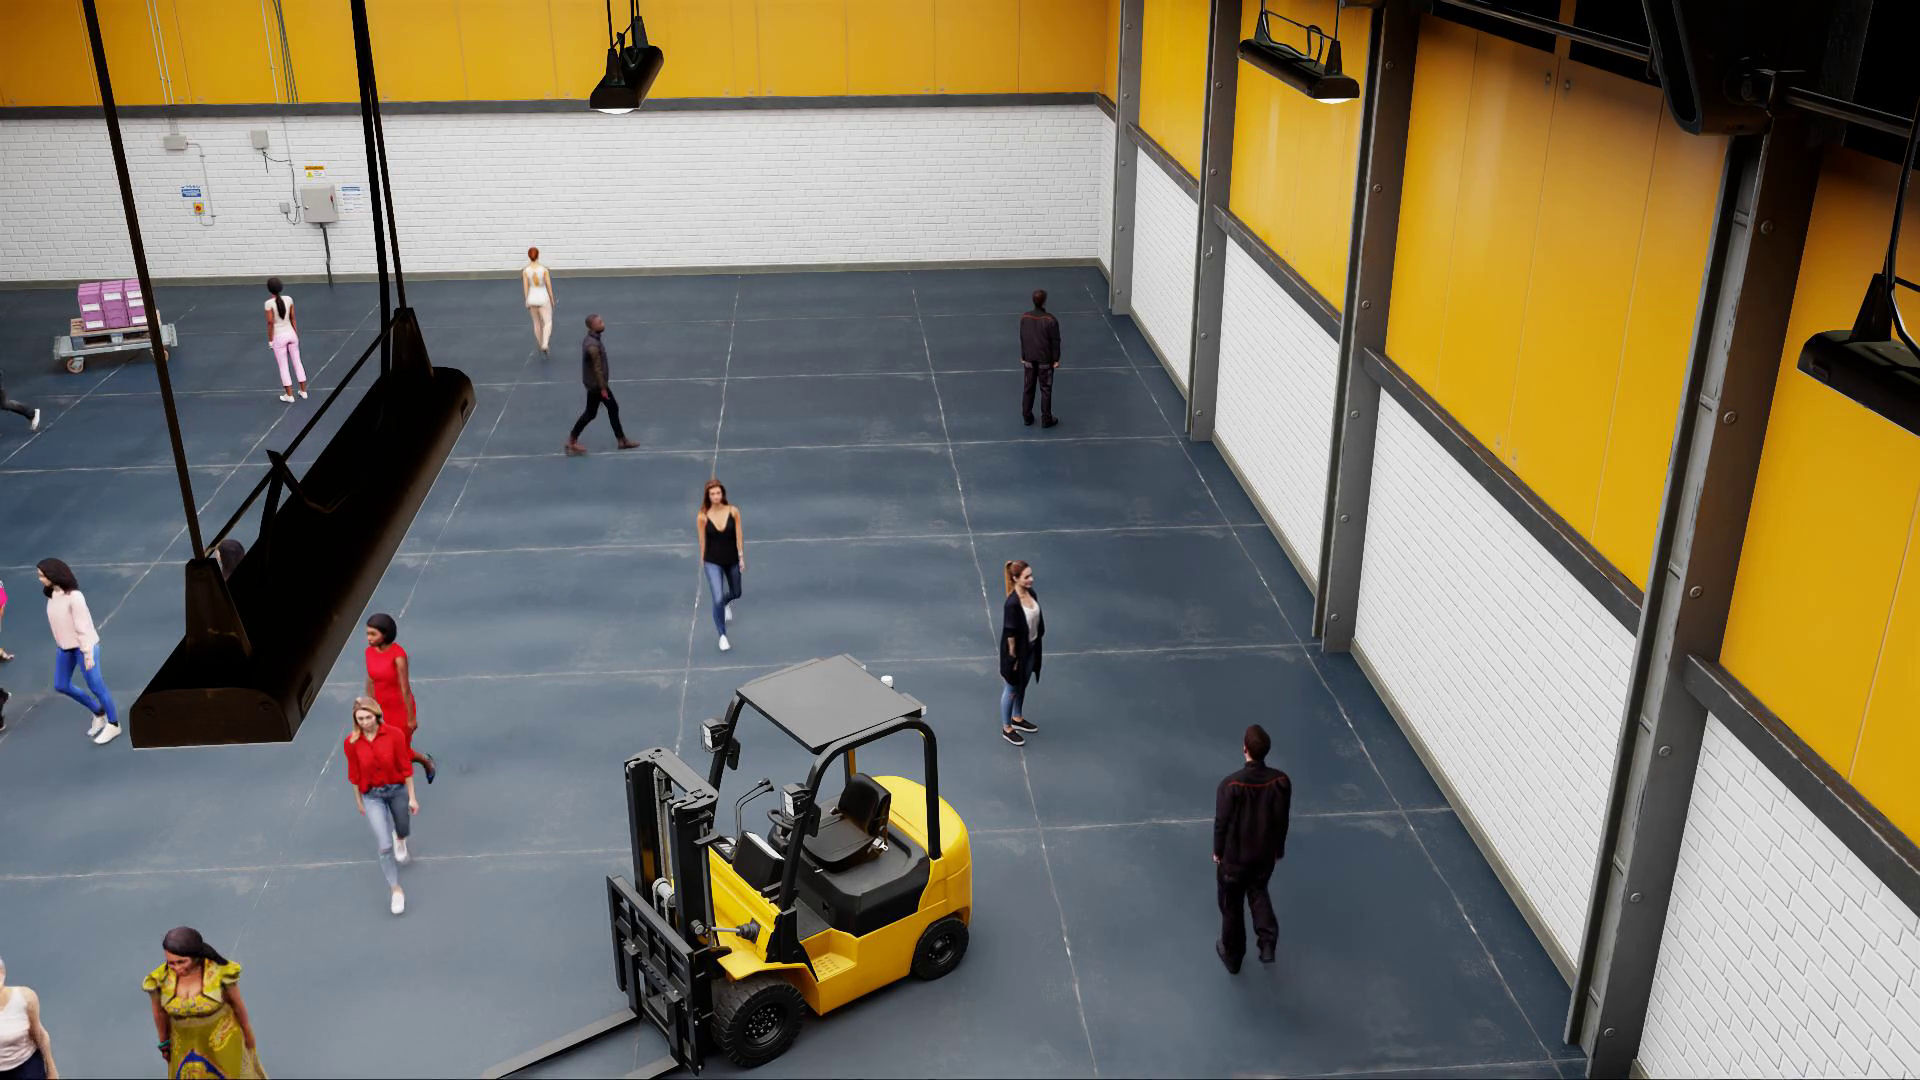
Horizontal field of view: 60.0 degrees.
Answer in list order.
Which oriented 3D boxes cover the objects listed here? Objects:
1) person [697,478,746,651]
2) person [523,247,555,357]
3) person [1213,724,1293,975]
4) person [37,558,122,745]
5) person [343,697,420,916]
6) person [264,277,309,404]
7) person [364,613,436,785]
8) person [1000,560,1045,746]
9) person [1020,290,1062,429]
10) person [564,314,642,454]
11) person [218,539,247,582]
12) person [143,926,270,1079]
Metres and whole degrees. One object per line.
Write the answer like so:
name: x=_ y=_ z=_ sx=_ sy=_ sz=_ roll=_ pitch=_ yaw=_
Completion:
person: x=-2.326 y=0.180 z=16.214 sx=0.769 sy=1.699 sz=1.052 roll=-9 pitch=25 yaw=-20
person: x=-6.282 y=-3.537 z=24.812 sx=0.573 sy=1.623 sz=0.946 roll=-1 pitch=24 yaw=-3
person: x=1.995 y=2.182 z=11.384 sx=0.760 sy=1.901 sz=0.813 roll=-6 pitch=24 yaw=-14
person: x=-7.584 y=0.926 z=14.450 sx=0.827 sy=1.745 sz=0.859 roll=13 pitch=27 yaw=27
person: x=-4.262 y=1.876 z=12.362 sx=0.801 sy=1.678 sz=1.121 roll=-9 pitch=25 yaw=-19
person: x=-9.314 y=-2.768 z=22.905 sx=0.717 sy=1.741 sz=0.649 roll=17 pitch=29 yaw=34
person: x=-4.515 y=1.367 z=13.460 sx=0.753 sy=1.731 sz=0.840 roll=9 pitch=25 yaw=20
person: x=0.510 y=0.952 z=14.469 sx=0.780 sy=1.683 sz=0.693 roll=14 pitch=27 yaw=29
person: x=1.039 y=-2.399 z=21.941 sx=0.803 sy=1.838 sz=0.781 roll=11 pitch=26 yaw=24
person: x=-4.653 y=-1.924 z=20.908 sx=0.811 sy=1.795 sz=1.127 roll=-3 pitch=24 yaw=-7
person: x=-6.358 y=0.786 z=14.784 sx=0.708 sy=1.734 sz=0.566 roll=6 pitch=24 yaw=14
person: x=-4.514 y=2.948 z=9.950 sx=0.889 sy=1.645 sz=0.989 roll=-10 pitch=26 yaw=-22
